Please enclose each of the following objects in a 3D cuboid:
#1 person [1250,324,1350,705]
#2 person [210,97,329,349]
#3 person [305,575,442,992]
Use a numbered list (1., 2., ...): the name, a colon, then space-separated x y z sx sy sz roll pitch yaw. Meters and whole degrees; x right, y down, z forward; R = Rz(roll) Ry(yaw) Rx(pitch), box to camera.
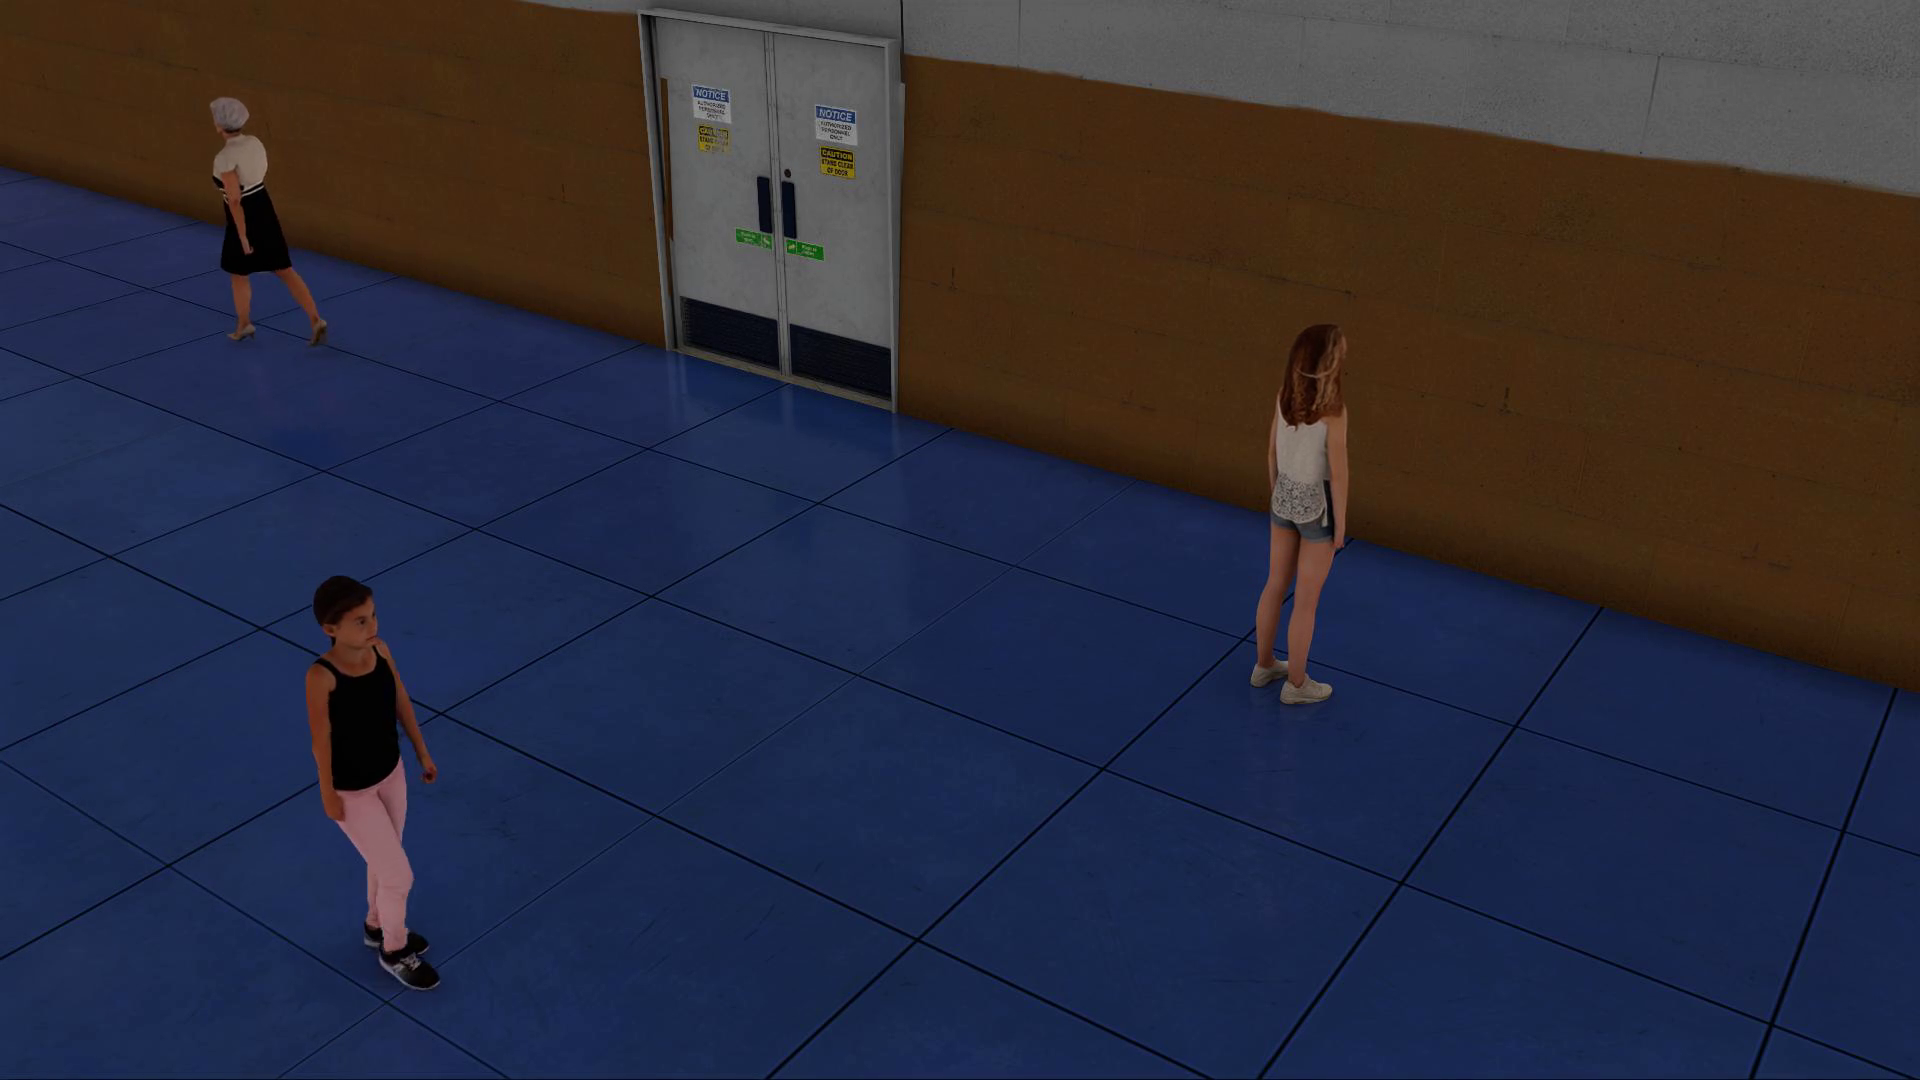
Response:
1. person: 1.492 -0.106 7.273 0.630 1.759 0.649 -16 31 -29
2. person: -4.672 -2.084 11.220 0.841 1.715 1.087 10 29 19
3. person: -2.083 0.813 5.692 0.659 1.549 0.639 11 29 21
